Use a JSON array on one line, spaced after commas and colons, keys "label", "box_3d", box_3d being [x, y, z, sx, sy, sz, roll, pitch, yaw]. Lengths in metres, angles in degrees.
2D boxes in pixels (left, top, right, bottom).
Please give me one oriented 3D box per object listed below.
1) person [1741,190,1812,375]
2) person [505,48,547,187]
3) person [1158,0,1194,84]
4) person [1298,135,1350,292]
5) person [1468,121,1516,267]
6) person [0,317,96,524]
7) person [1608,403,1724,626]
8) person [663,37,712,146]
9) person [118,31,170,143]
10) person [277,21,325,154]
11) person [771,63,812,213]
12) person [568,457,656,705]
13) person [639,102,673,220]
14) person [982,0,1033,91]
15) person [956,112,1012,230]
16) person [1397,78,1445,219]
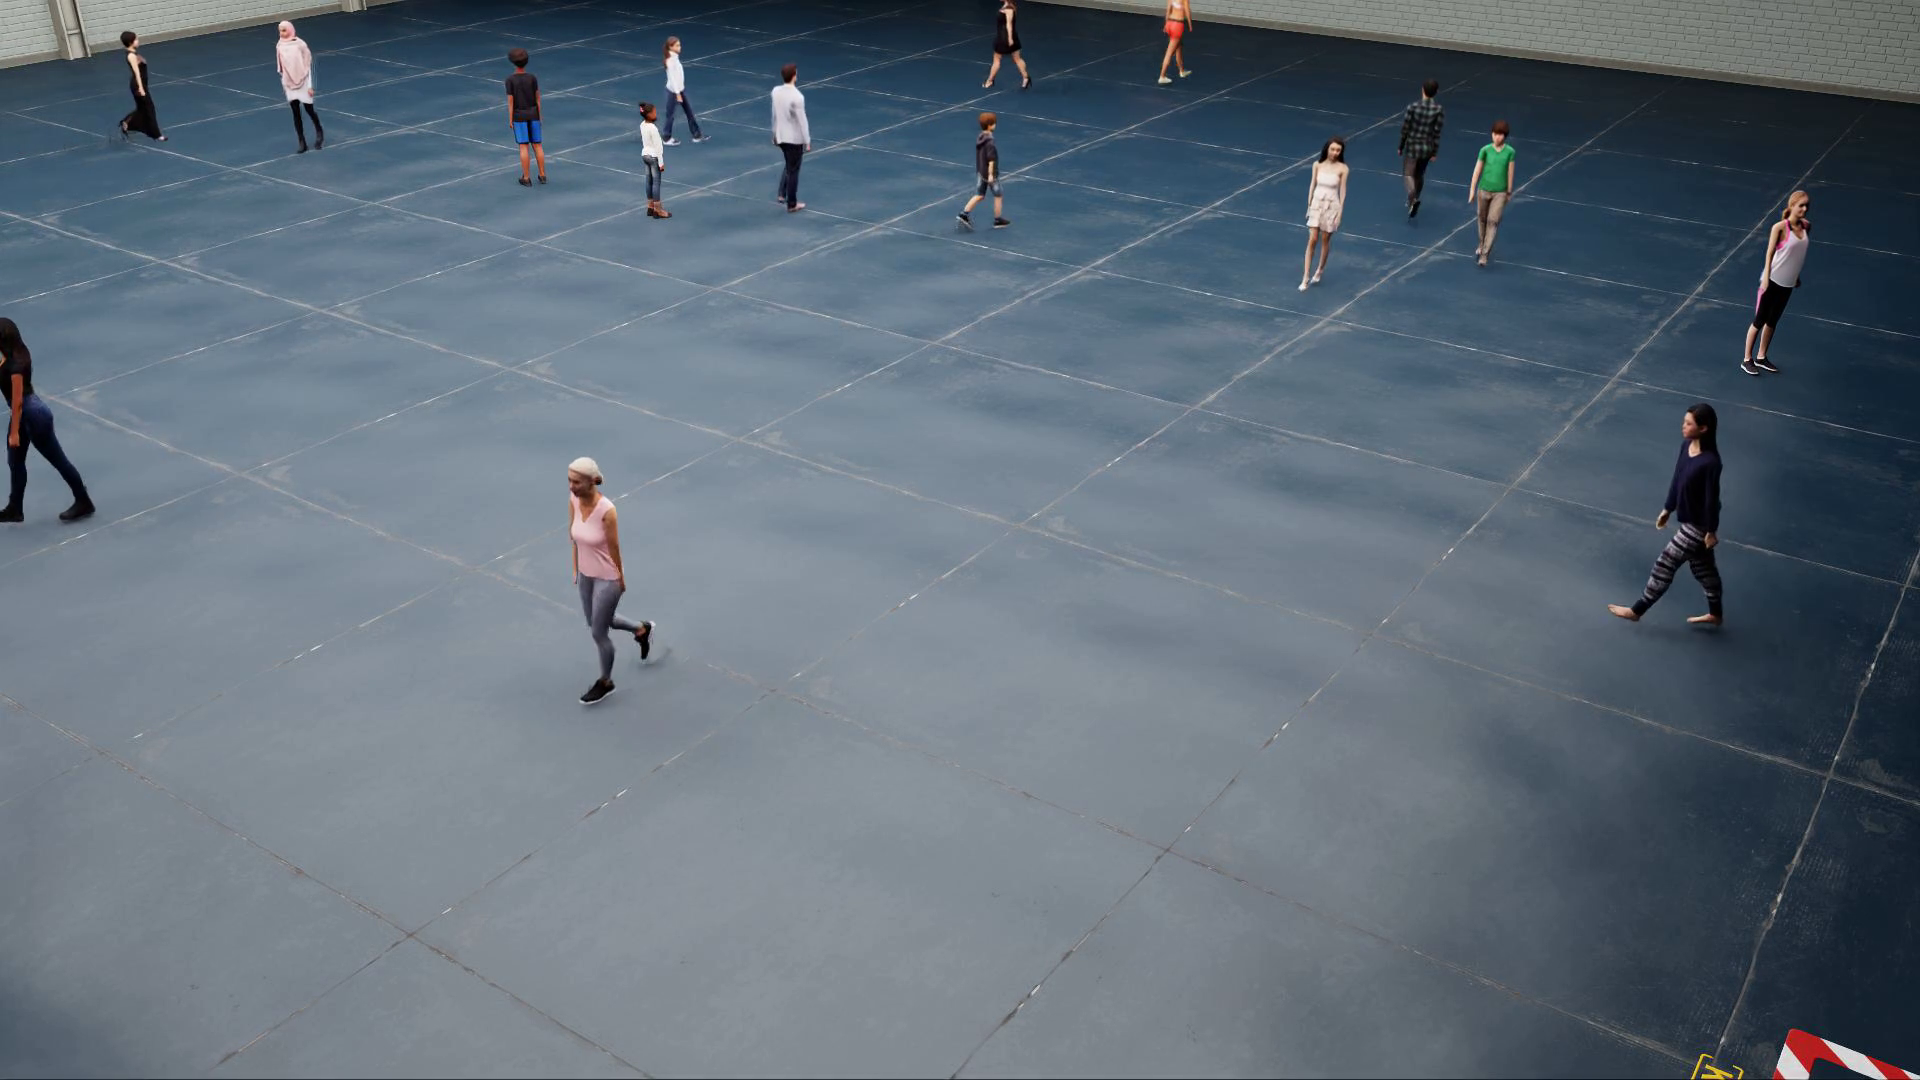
[{"label": "person", "box_3d": [7.877, -2.491, 16.021, 0.648, 1.787, 0.738, -9, 28, -16]}, {"label": "person", "box_3d": [-5.765, -5.621, 22.093, 0.622, 1.793, 0.735, -16, 31, -28]}, {"label": "person", "box_3d": [3.520, -8.484, 27.689, 1.080, 1.760, 0.830, -18, 32, -30]}, {"label": "person", "box_3d": [4.048, -3.601, 18.270, 0.650, 1.701, 0.887, 16, 31, 27]}, {"label": "person", "box_3d": [6.135, -4.015, 19.181, 0.743, 1.602, 1.159, 12, 29, 21]}, {"label": "person", "box_3d": [-7.184, -0.931, 13.074, 1.066, 1.711, 0.805, -19, 33, -32]}, {"label": "person", "box_3d": [5.192, -0.125, 11.548, 0.984, 1.675, 1.064, 2, 27, 5]}, {"label": "person", "box_3d": [-4.192, -6.471, 24.029, 0.837, 1.531, 0.926, 5, 28, 9]}, {"label": "person", "box_3d": [-11.964, -6.539, 24.100, 0.958, 1.587, 0.797, -14, 31, -26]}, {"label": "person", "box_3d": [-9.442, -6.509, 23.834, 1.022, 1.778, 1.170, -1, 27, -2]}, {"label": "person", "box_3d": [-2.198, -5.030, 20.891, 0.727, 1.842, 0.649, 21, 34, 35]}, {"label": "person", "box_3d": [-2.282, 0.206, 10.873, 0.577, 1.703, 0.958, 20, 33, 33]}, {"label": "person", "box_3d": [-3.850, -4.770, 20.812, 0.569, 1.452, 0.579, -19, 33, -33]}, {"label": "person", "box_3d": [0.873, -8.152, 27.143, 0.989, 1.668, 1.096, 5, 28, 9]}, {"label": "person", "box_3d": [0.277, -4.470, 20.261, 1.010, 1.423, 0.822, -13, 30, -23]}, {"label": "person", "box_3d": [5.706, -4.861, 20.695, 1.012, 1.688, 1.103, 0, 27, -1]}]
